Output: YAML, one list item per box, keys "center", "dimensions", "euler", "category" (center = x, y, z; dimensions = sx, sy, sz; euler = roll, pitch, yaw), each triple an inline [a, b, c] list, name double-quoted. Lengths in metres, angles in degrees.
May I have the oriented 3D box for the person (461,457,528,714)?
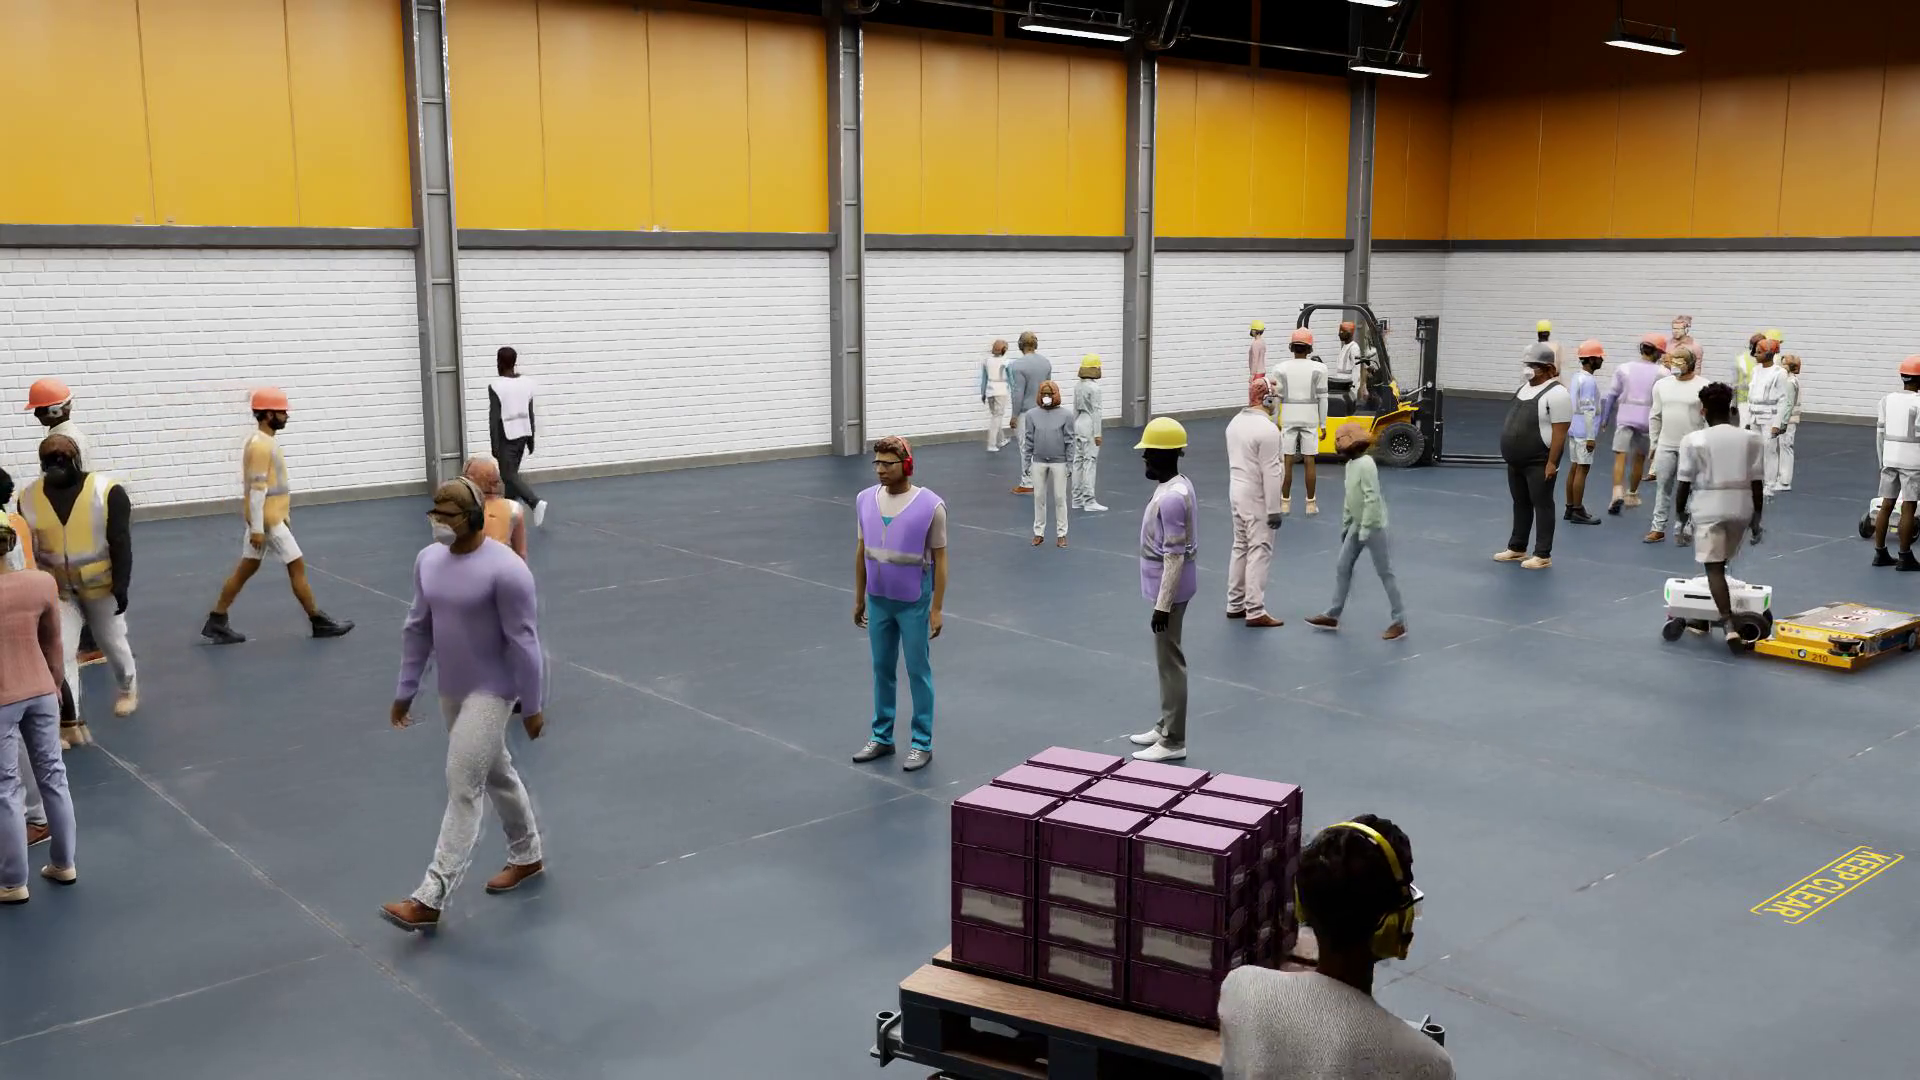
- center: [-2.848, 0.311, 9.987]
  dimensions: [0.516, 1.626, 0.362]
  euler: [-9, 13, -43]
  category: "person"

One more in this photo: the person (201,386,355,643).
- center: [-5.060, -0.177, 12.105]
  dimensions: [1.045, 1.885, 0.557]
  euler: [-4, 11, -23]
  category: "person"

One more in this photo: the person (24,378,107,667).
- center: [-6.144, -0.119, 11.442]
  dimensions: [0.392, 1.985, 0.610]
  euler: [-7, 12, -35]
  category: "person"

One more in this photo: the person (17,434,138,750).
- center: [-5.164, 0.255, 9.800]
  dimensions: [0.617, 1.810, 0.895]
  euler: [-2, 10, -13]
  category: "person"

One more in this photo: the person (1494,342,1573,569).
- center: [5.165, -0.767, 15.075]
  dimensions: [0.537, 2.000, 0.682]
  euler: [-3, 10, -18]
  category: "person"

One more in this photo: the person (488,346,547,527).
- center: [-4.604, -1.062, 17.239]
  dimensions: [0.791, 1.897, 0.595]
  euler: [5, 11, 29]
  category: "person"

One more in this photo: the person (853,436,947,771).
- center: [-0.326, 0.340, 9.167]
  dimensions: [0.571, 1.843, 0.373]
  euler: [6, 11, 31]
  category: "person"

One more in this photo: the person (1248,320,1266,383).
- center: [4.870, -2.729, 27.355]
  dimensions: [0.299, 1.772, 0.533]
  euler: [5, 11, 25]
  category: "person"

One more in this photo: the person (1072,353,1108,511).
- center: [1.437, -1.199, 18.474]
  dimensions: [0.312, 1.744, 0.487]
  euler: [-5, 11, -26]
  category: "person"

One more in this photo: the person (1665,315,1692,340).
- center: [11.602, -2.739, 27.120]
  dimensions: [0.660, 1.872, 0.811]
  euler: [-7, 12, -34]
  category: "person"

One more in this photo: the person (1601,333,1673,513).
- center: [7.420, -1.285, 18.292]
  dimensions: [0.719, 1.983, 0.989]
  euler: [5, 11, 28]
  category: "person"

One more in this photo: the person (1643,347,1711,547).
- center: [7.007, -0.903, 16.177]
  dimensions: [0.629, 1.937, 0.376]
  euler: [9, 13, 44]
  category: "person"

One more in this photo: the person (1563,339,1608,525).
- center: [6.601, -1.138, 17.538]
  dimensions: [0.354, 1.942, 0.545]
  euler: [1, 10, 6]
  category: "person"

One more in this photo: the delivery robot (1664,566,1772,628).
- center: [5.532, 0.428, 12.151]
  dimensions: [0.707, 0.478, 0.477]
  euler: [5, 11, 27]
  category: "delivery robot"

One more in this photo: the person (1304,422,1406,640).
- center: [2.961, -0.069, 12.309]
  dimensions: [0.704, 1.579, 0.551]
  euler: [-1, 10, -7]
  category: "person"

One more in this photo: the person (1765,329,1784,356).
- center: [11.251, -2.040, 23.271]
  dimensions: [0.519, 1.805, 0.643]
  euler: [-1, 10, -5]
  category: "person"

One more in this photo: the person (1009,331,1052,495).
- center: [0.825, -1.495, 19.648]
  dimensions: [0.351, 1.934, 0.635]
  euler: [9, 13, 43]
  category: "person"

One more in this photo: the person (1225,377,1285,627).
- center: [2.282, -0.294, 12.735]
  dimensions: [0.397, 1.898, 0.652]
  euler: [-3, 10, -17]
  category: "person"

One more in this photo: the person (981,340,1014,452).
- center: [0.610, -2.091, 24.101]
  dimensions: [0.519, 1.595, 0.831]
  euler: [7, 12, 37]
  category: "person"

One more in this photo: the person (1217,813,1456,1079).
- center: [0.704, 1.389, 3.112]
  dimensions: [0.965, 1.811, 0.548]
  euler: [-9, 13, -44]
  category: "person"

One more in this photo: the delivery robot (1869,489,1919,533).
- center: [9.376, -0.326, 16.566]
  dimensions: [0.707, 0.478, 0.477]
  euler: [-8, 12, -38]
  category: "delivery robot"

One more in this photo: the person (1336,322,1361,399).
- center: [5.551, -2.181, 23.810]
  dimensions: [0.337, 1.882, 0.583]
  euler: [0, 10, -1]
  category: "person"

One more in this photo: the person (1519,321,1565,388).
- center: [8.528, -2.275, 24.394]
  dimensions: [0.615, 1.872, 0.997]
  euler: [0, 10, -1]
  category: "person"

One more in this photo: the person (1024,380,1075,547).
- center: [0.865, -0.738, 16.126]
  dimensions: [0.502, 1.626, 0.283]
  euler: [3, 10, 16]
  category: "person"

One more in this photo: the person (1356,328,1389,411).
- center: [6.085, -2.173, 24.033]
  dimensions: [0.906, 1.804, 0.521]
  euler: [8, 12, 38]
  category: "person"

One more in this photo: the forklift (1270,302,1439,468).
- center: [5.320, -2.157, 22.763]
  dimensions: [2.313, 2.155, 1.214]
  euler: [3, 10, 16]
  category: "forklift"

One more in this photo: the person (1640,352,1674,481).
- center: [8.709, -1.507, 20.596]
  dimensions: [0.278, 1.634, 0.498]
  euler: [-4, 10, -21]
  category: "person"

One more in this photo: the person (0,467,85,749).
- center: [-5.414, 0.407, 9.317]
  dimensions: [0.853, 1.658, 0.543]
  euler: [-1, 10, -8]
  category: "person"

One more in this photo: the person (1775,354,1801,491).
- center: [9.922, -1.407, 19.979]
  dimensions: [0.307, 1.645, 0.519]
  euler: [5, 11, 25]
  category: "person"

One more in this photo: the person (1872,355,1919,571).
- center: [8.491, -0.691, 14.930]
  dimensions: [0.359, 1.939, 0.542]
  euler: [-3, 10, -19]
  category: "person"

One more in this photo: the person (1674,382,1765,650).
- center: [5.518, -0.180, 12.038]
  dimensions: [0.610, 1.917, 0.950]
  euler: [0, 10, -2]
  category: "person"

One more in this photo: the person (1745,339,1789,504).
- center: [9.142, -1.343, 18.915]
  dimensions: [0.359, 1.882, 0.575]
  euler: [-2, 10, -10]
  category: "person"

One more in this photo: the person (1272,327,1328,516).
- center: [3.682, -1.278, 18.053]
  dimensions: [0.605, 2.045, 0.378]
  euler: [3, 10, 15]
  category: "person"

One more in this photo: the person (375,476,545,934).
- center: [-2.139, 0.679, 7.049]
  dimensions: [0.643, 1.887, 1.014]
  euler: [7, 12, 35]
  category: "person"

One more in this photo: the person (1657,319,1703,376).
- center: [10.347, -2.231, 24.038]
  dimensions: [0.408, 1.909, 0.642]
  euler: [-9, 13, -43]
  category: "person"

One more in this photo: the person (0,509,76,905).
- center: [-4.162, 0.709, 7.263]
  dimensions: [0.328, 1.760, 0.523]
  euler: [5, 11, 25]
  category: "person"

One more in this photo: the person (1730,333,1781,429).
- center: [10.523, -1.835, 22.016]
  dimensions: [0.634, 1.817, 0.856]
  euler: [3, 10, 15]
  category: "person"

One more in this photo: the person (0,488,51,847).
- center: [-4.569, 0.550, 7.882]
  dimensions: [0.513, 1.865, 0.329]
  euler: [9, 13, 42]
  category: "person"

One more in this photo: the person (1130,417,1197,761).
- center: [1.140, 0.275, 9.306]
  dimensions: [0.368, 1.927, 0.587]
  euler: [1, 10, 6]
  category: "person"

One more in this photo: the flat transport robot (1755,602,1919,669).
- center: [6.337, 0.663, 11.878]
  dimensions: [1.431, 0.197, 0.652]
  euler: [-8, 13, -39]
  category: "flat transport robot"
